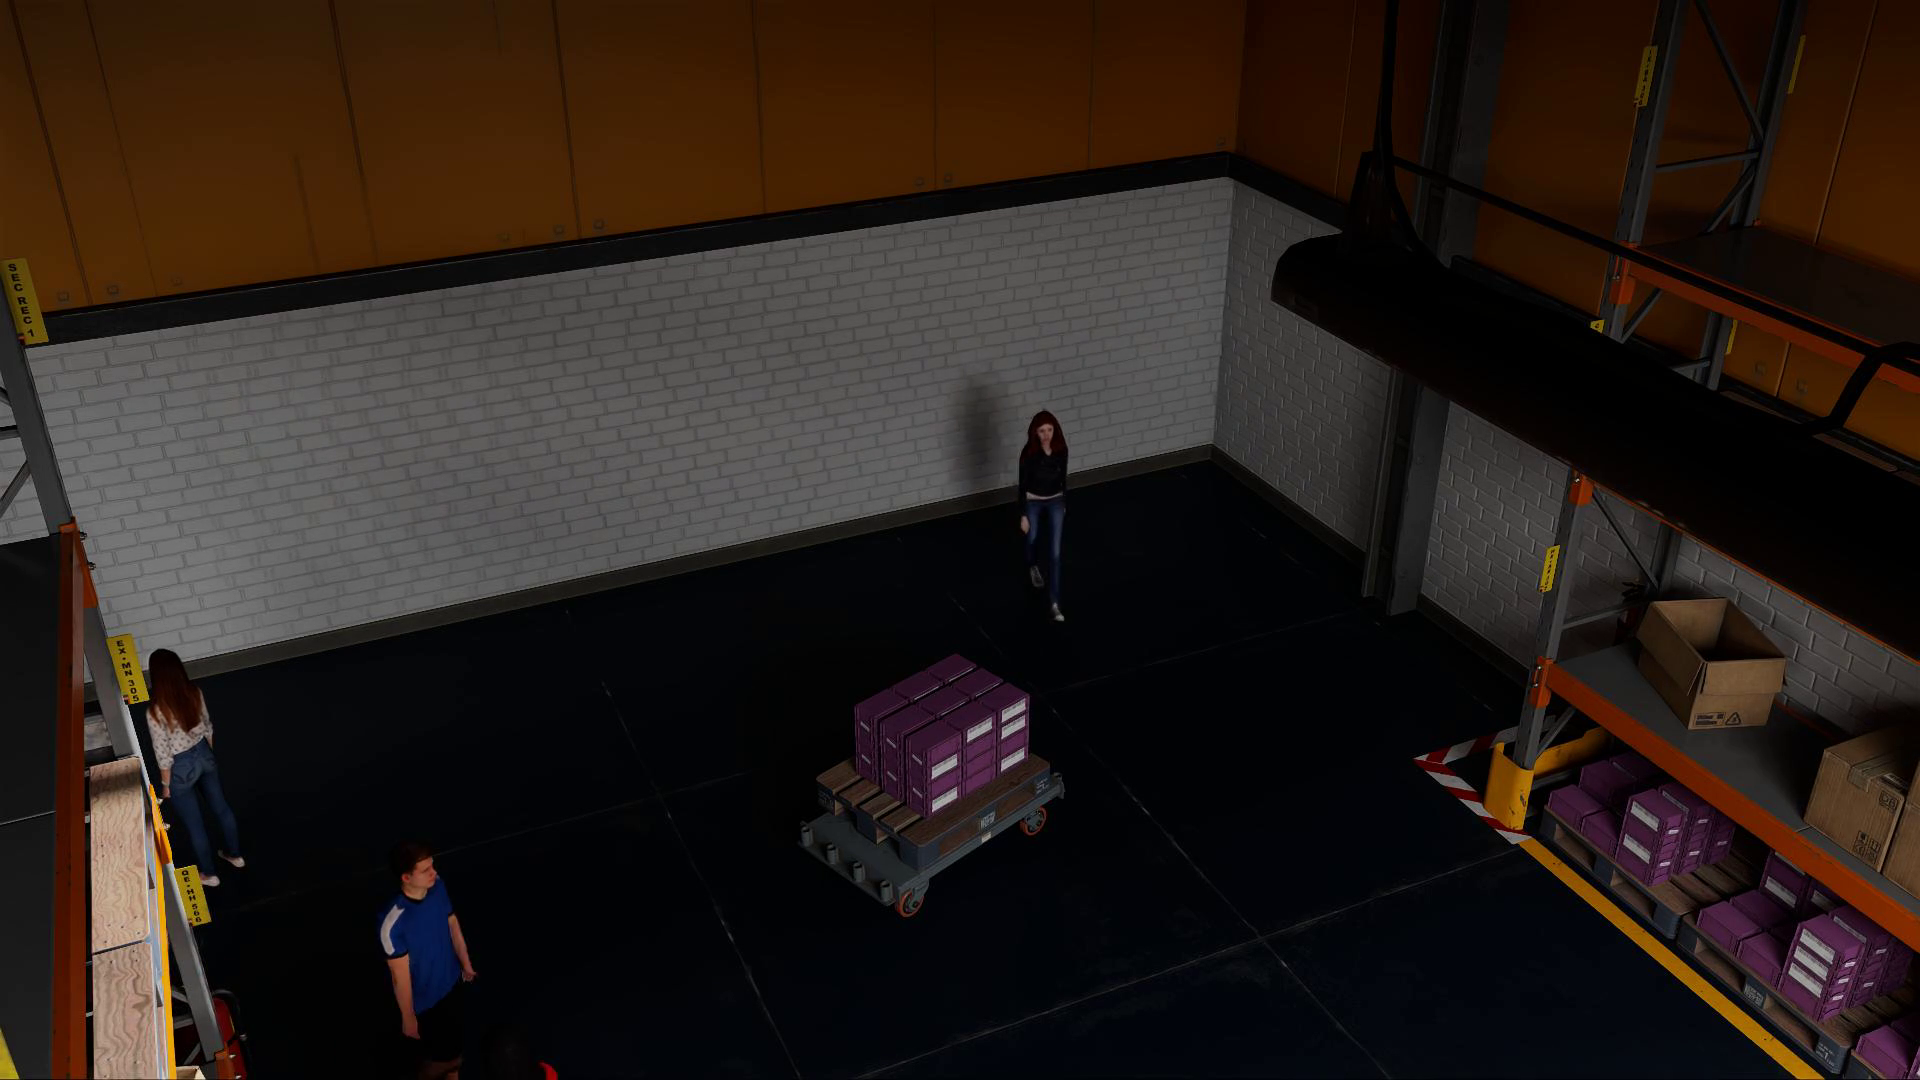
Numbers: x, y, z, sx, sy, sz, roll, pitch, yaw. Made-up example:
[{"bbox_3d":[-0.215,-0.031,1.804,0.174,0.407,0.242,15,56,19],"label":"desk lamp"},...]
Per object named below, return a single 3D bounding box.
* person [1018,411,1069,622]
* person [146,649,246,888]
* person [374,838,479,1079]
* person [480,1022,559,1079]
[{"bbox_3d":[0.653,-0.265,13.627,0.833,1.717,1.313,-5,29,-9],"label":"person"},{"bbox_3d":[-4.860,1.427,10.513,0.691,1.729,0.653,13,31,23],"label":"person"},{"bbox_3d":[-2.850,2.327,8.728,0.910,1.858,0.842,7,29,12],"label":"person"},{"bbox_3d":[-1.979,2.965,7.697,0.998,1.724,0.822,24,37,37],"label":"person"}]
